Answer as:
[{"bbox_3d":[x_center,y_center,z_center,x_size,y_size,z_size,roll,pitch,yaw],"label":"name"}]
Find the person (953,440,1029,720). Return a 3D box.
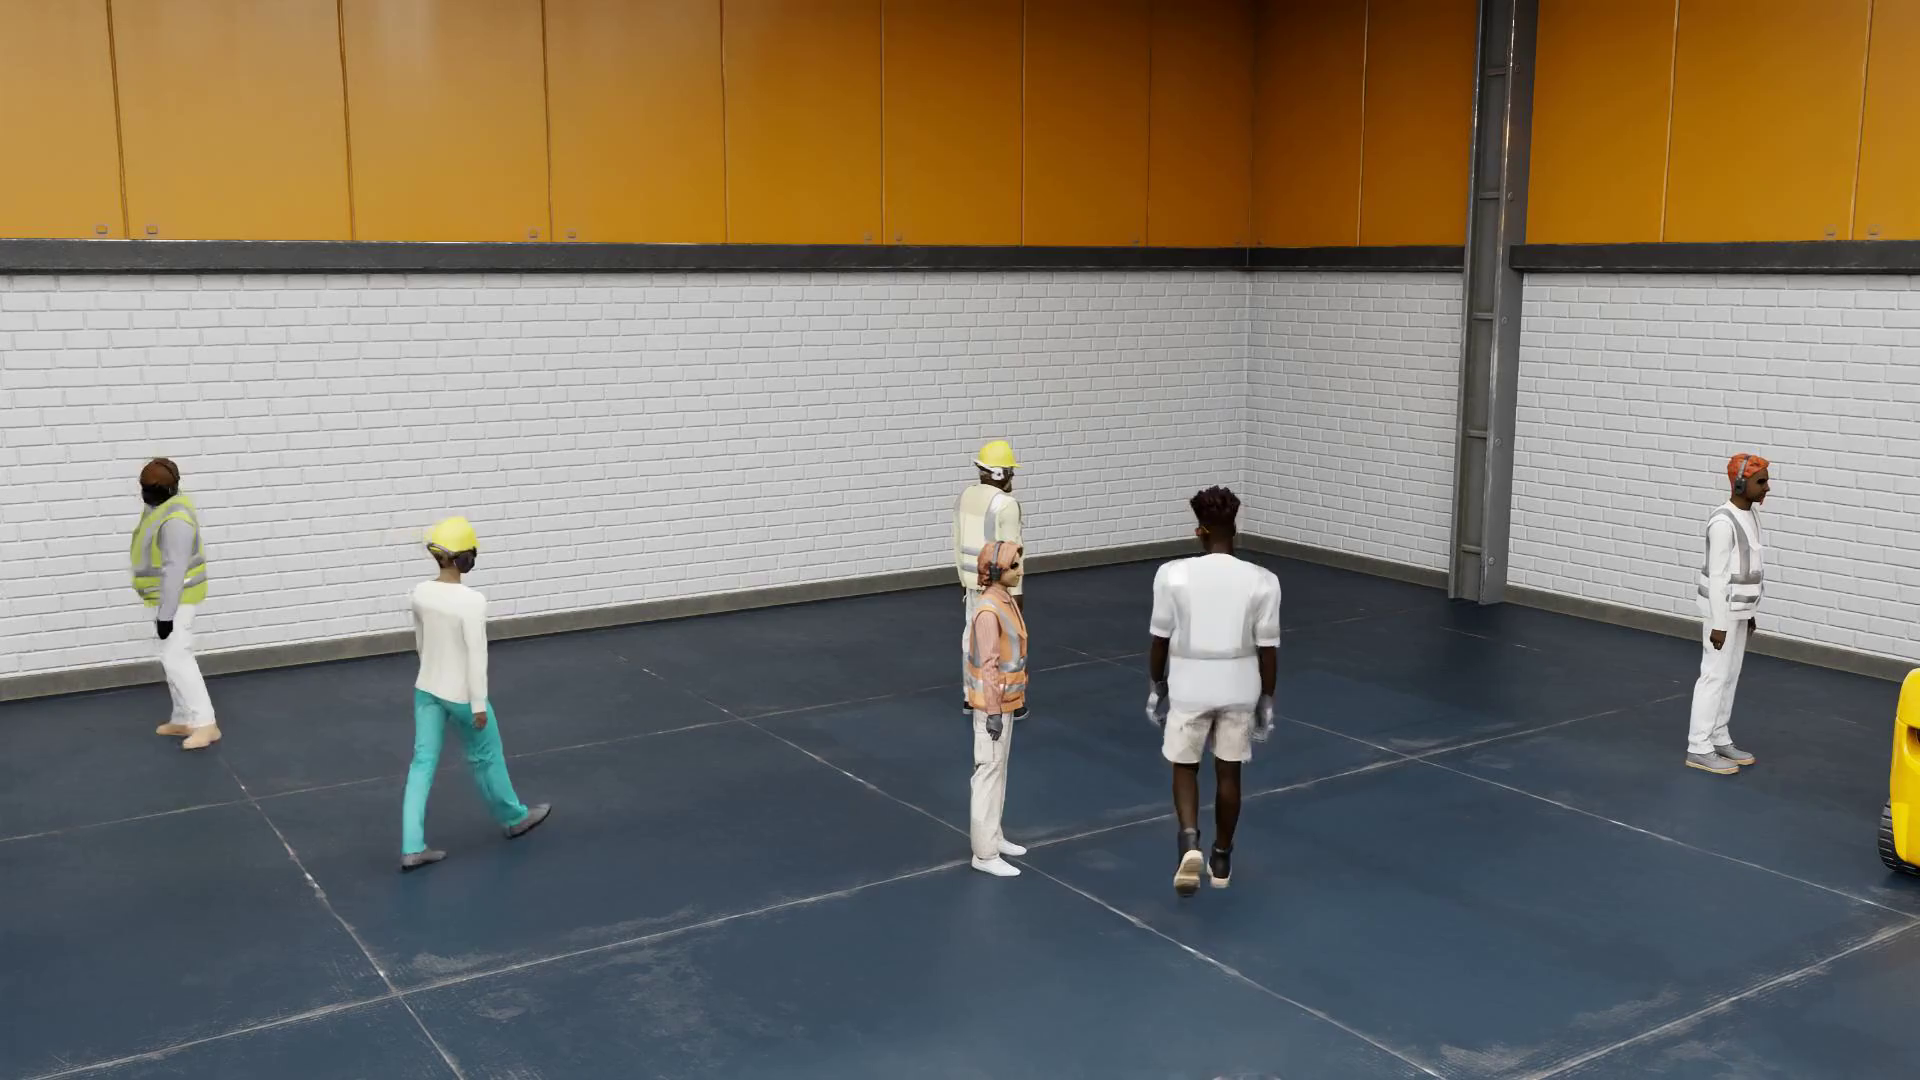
[{"bbox_3d":[0.215,0.263,10.854,0.403,1.828,0.595,-8,12,-38],"label":"person"}]

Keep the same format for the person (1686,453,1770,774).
[{"bbox_3d":[4.511,0.427,9.747,0.350,1.878,0.568,8,12,39],"label":"person"}]

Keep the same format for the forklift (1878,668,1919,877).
[{"bbox_3d":[5.511,0.571,7.906,2.313,2.155,1.214,-6,11,-33],"label":"forklift"}]

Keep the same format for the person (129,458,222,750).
[{"bbox_3d":[-4.866,0.383,10.255,0.431,1.810,0.697,-5,11,-27],"label":"person"}]

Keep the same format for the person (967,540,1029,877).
[{"bbox_3d":[0.183,0.808,8.144,0.307,1.639,0.525,1,10,9],"label":"person"}]

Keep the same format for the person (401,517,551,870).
[{"bbox_3d":[-2.486,0.735,8.322,0.543,1.711,0.895,6,11,31],"label":"person"}]

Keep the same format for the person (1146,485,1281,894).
[{"bbox_3d":[1.185,0.721,7.766,0.624,1.939,0.626,1,9,3],"label":"person"}]
